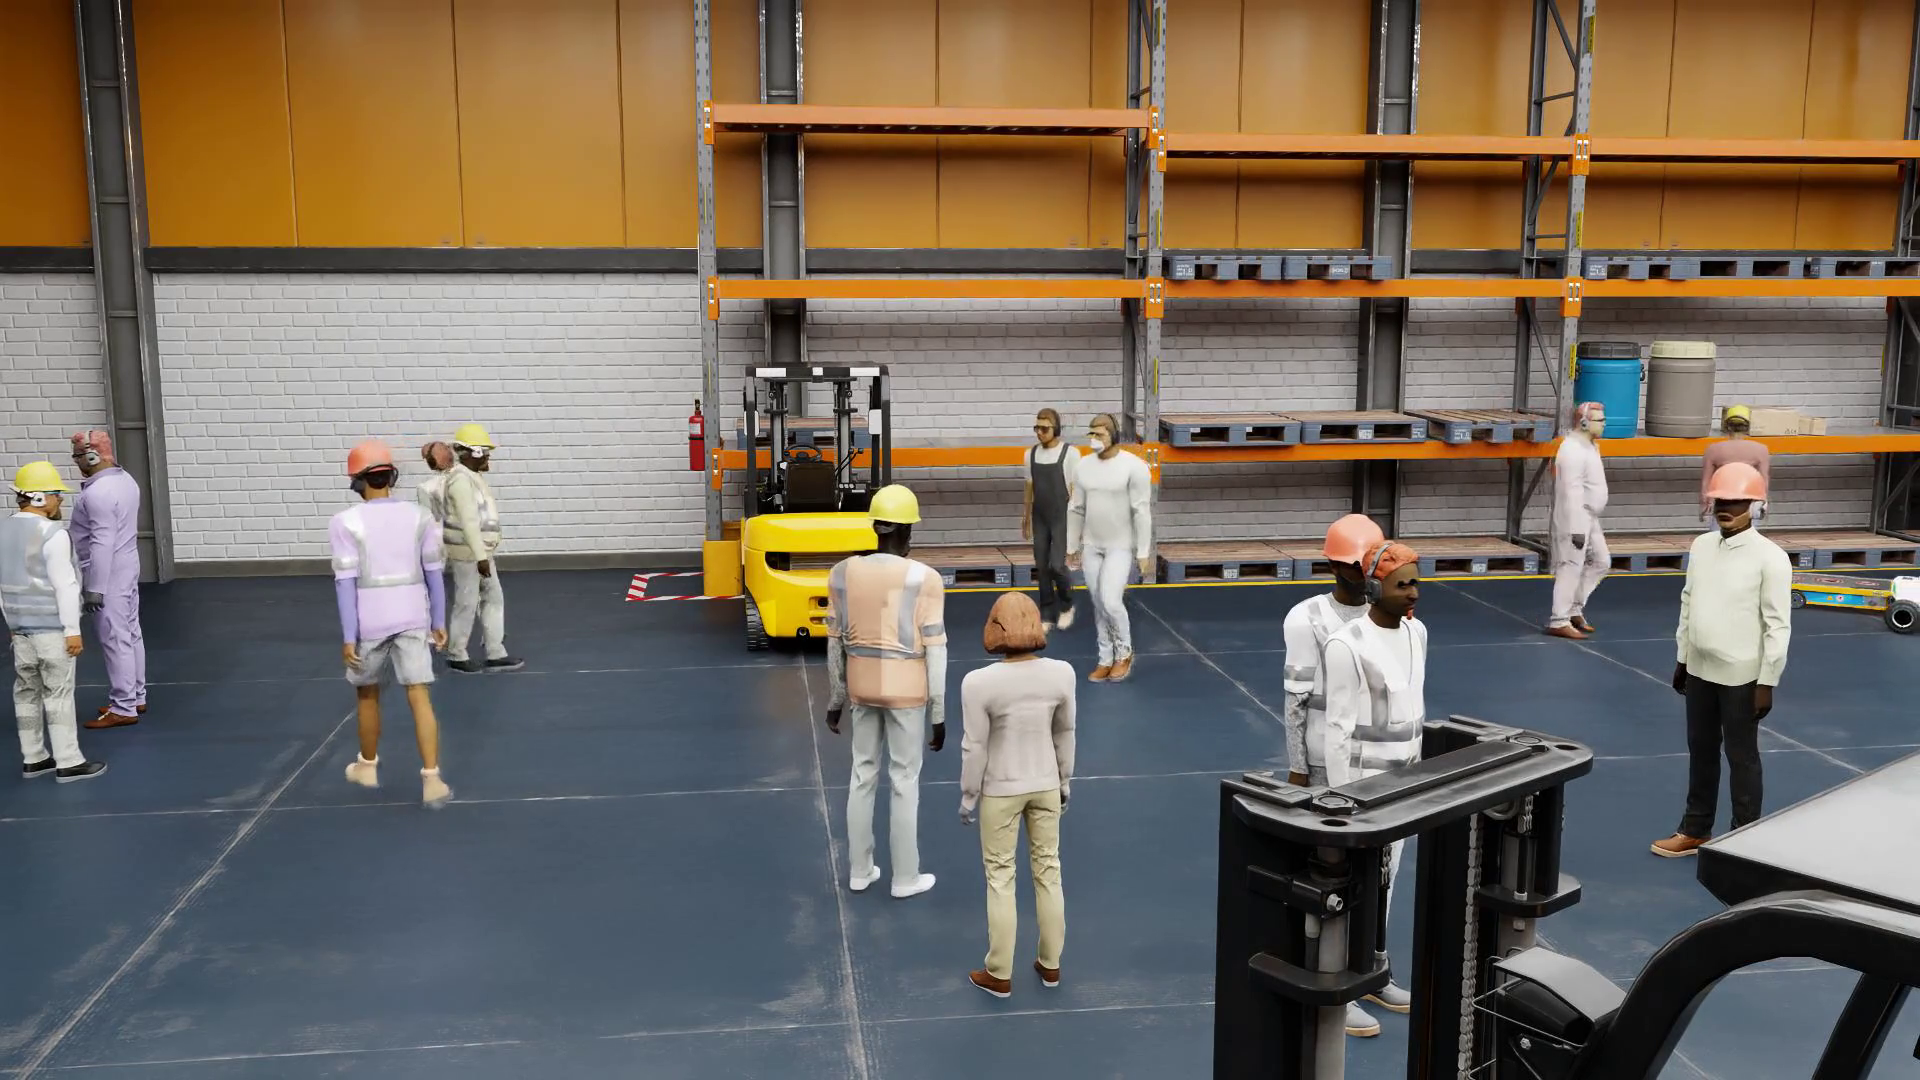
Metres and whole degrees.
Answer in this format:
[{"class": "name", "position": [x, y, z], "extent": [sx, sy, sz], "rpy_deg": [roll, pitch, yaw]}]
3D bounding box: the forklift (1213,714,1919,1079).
[{"class": "forklift", "position": [1.441, 1.425, 2.350], "extent": [1.214, 2.155, 2.313], "rpy_deg": [-7, 12, -39]}]

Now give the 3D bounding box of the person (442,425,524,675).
[{"class": "person", "position": [-3.473, 0.083, 11.940], "extent": [0.541, 1.802, 0.694], "rpy_deg": [-1, 9, -4]}]

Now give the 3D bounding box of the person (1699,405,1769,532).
[{"class": "person", "position": [6.710, -0.291, 14.453], "extent": [0.545, 1.746, 0.407], "rpy_deg": [5, 10, 27]}]

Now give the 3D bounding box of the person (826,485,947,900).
[{"class": "person", "position": [-0.337, 0.704, 7.748], "extent": [0.624, 1.919, 0.416], "rpy_deg": [4, 10, 23]}]

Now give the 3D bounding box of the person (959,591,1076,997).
[{"class": "person", "position": [0.230, 1.013, 6.663], "extent": [0.497, 1.635, 0.286], "rpy_deg": [-4, 10, -23]}]

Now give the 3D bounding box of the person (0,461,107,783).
[{"class": "person", "position": [-5.209, 0.466, 9.473], "extent": [0.591, 1.829, 0.404], "rpy_deg": [4, 10, 25]}]

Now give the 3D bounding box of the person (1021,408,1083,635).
[{"class": "person", "position": [0.715, -0.139, 13.243], "extent": [0.546, 1.828, 0.404], "rpy_deg": [6, 11, 32]}]

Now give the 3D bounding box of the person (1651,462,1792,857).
[{"class": "person", "position": [3.673, 0.618, 7.997], "extent": [0.378, 1.995, 0.622], "rpy_deg": [-3, 10, -18]}]

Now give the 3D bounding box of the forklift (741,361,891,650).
[{"class": "forklift", "position": [-1.154, -0.340, 13.365], "extent": [1.214, 2.155, 2.313], "rpy_deg": [-1, 9, -7]}]

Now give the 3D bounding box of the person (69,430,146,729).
[{"class": "person", "position": [-5.459, 0.245, 10.632], "extent": [0.408, 1.903, 0.638], "rpy_deg": [-2, 9, -12]}]

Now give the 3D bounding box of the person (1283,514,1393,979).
[{"class": "person", "position": [1.562, 0.853, 6.720], "extent": [0.545, 1.938, 0.358], "rpy_deg": [-4, 10, -23]}]

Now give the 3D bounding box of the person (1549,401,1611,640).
[{"class": "person", "position": [4.916, -0.147, 13.107], "extent": [0.479, 1.888, 0.681], "rpy_deg": [5, 10, 28]}]

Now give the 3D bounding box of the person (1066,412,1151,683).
[{"class": "person", "position": [1.023, 0.066, 11.674], "extent": [0.653, 1.921, 0.449], "rpy_deg": [8, 12, 40]}]

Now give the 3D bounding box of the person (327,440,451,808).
[{"class": "person", "position": [-3.120, 0.452, 9.163], "extent": [0.629, 1.981, 0.899], "rpy_deg": [-7, 12, -38]}]

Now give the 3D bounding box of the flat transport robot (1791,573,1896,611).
[{"class": "flat transport robot", "position": [7.612, 0.450, 14.419], "extent": [1.431, 0.197, 0.652], "rpy_deg": [5, 10, 28]}]

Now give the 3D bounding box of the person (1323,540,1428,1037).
[{"class": "person", "position": [1.594, 0.933, 6.385], "extent": [0.582, 1.882, 0.338], "rpy_deg": [-9, 12, -43]}]

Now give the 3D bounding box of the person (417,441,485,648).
[{"class": "person", "position": [-3.912, 0.040, 12.807], "extent": [0.761, 1.613, 0.511], "rpy_deg": [7, 11, 37]}]

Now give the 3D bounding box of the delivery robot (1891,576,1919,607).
[{"class": "delivery robot", "position": [7.869, 0.440, 13.305], "extent": [0.707, 0.478, 0.477], "rpy_deg": [7, 11, 37]}]
